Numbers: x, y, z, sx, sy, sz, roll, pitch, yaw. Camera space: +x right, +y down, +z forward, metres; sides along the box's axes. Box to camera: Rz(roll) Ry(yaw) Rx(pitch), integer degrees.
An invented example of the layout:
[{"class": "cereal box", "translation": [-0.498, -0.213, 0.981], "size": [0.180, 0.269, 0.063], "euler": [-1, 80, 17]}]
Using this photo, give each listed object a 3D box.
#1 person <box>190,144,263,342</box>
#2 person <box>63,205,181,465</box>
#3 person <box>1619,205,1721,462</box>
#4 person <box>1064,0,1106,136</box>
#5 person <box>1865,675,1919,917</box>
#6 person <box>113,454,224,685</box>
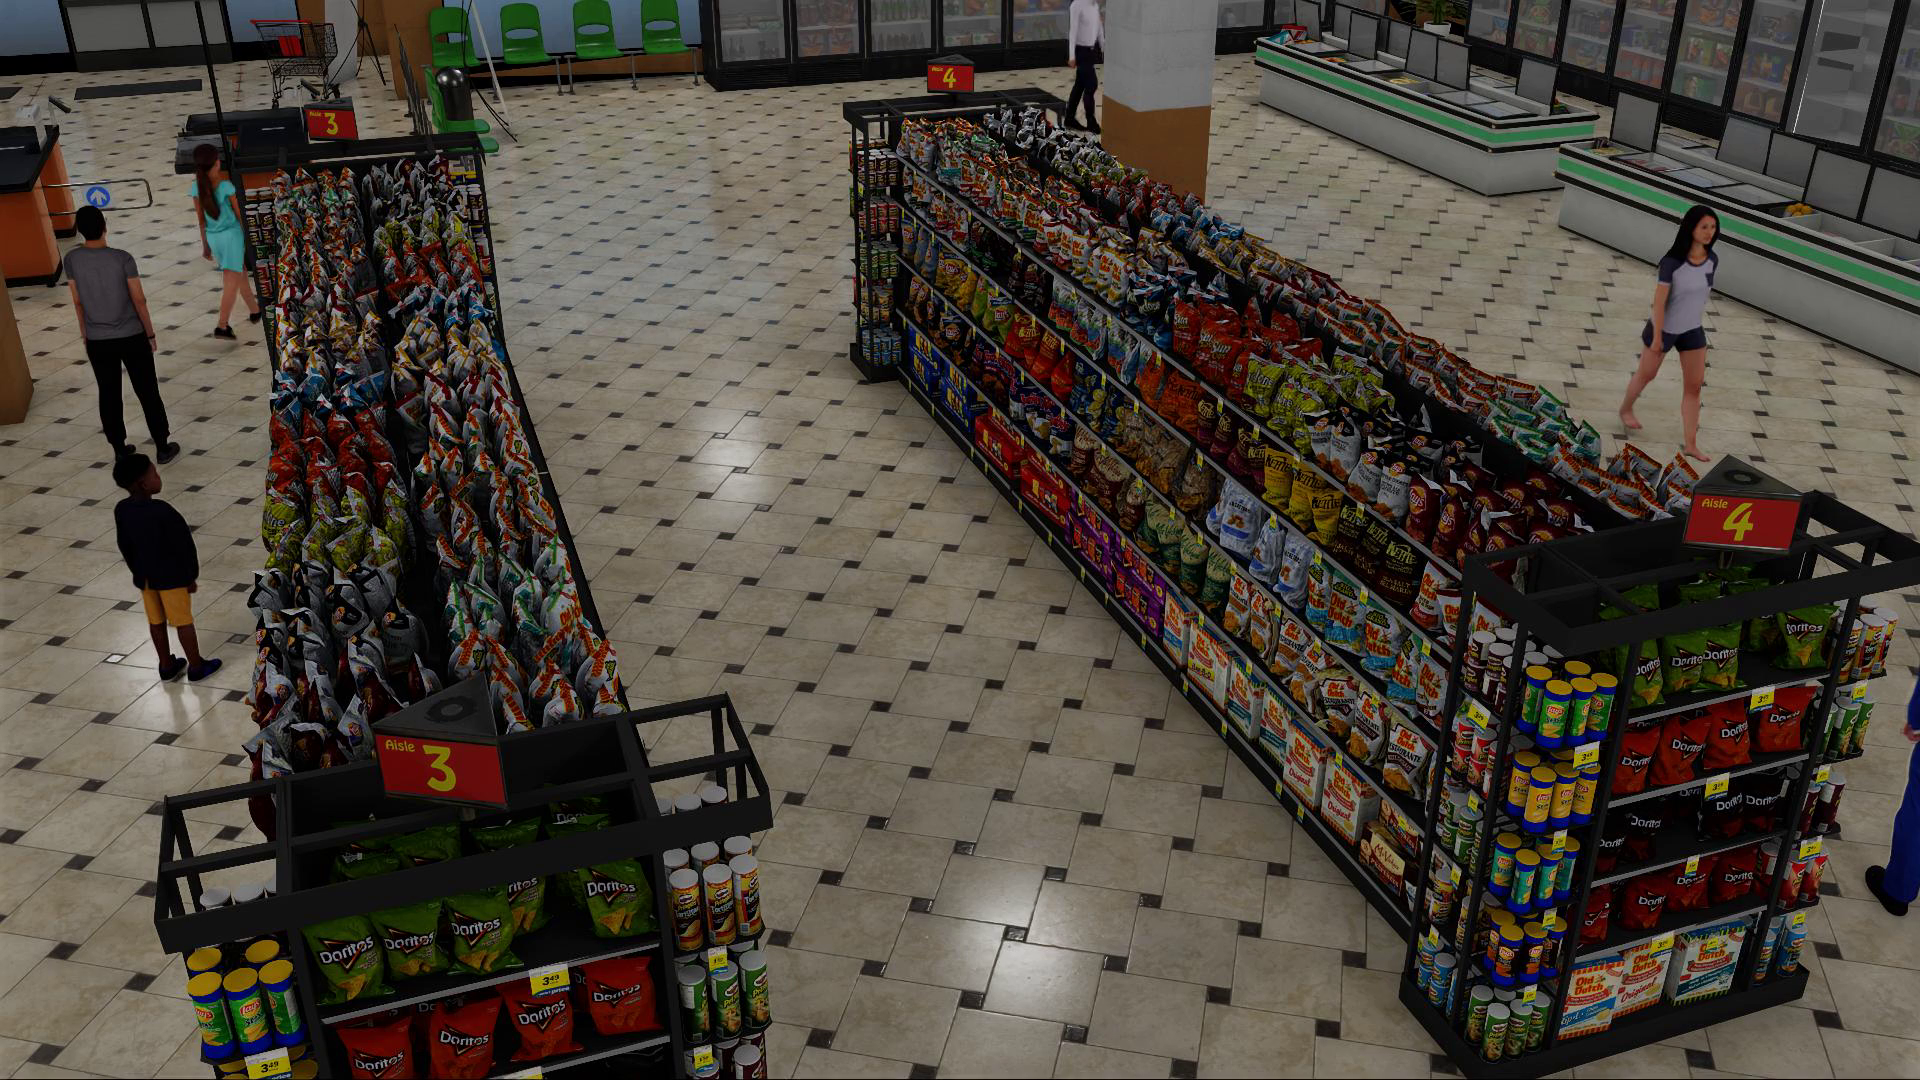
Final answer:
[{"class": "person", "translation": [-5.822, -2.316, 13.134], "size": [0.932, 1.524, 1.140], "euler": [5, 27, 11]}, {"class": "person", "translation": [-5.561, -1.337, 10.952], "size": [0.620, 1.752, 0.574], "euler": [-6, 28, -12]}, {"class": "person", "translation": [4.779, -1.425, 11.236], "size": [0.683, 1.652, 1.143], "euler": [-7, 28, -13]}, {"class": "person", "translation": [1.371, -5.729, 19.508], "size": [1.040, 1.848, 0.933], "euler": [16, 31, 28]}, {"class": "person", "translation": [4.143, 0.746, 6.755], "size": [0.788, 1.832, 0.773], "euler": [6, 27, 11]}, {"class": "person", "translation": [-4.113, 0.155, 8.544], "size": [0.604, 1.269, 0.646], "euler": [5, 27, 9]}]
